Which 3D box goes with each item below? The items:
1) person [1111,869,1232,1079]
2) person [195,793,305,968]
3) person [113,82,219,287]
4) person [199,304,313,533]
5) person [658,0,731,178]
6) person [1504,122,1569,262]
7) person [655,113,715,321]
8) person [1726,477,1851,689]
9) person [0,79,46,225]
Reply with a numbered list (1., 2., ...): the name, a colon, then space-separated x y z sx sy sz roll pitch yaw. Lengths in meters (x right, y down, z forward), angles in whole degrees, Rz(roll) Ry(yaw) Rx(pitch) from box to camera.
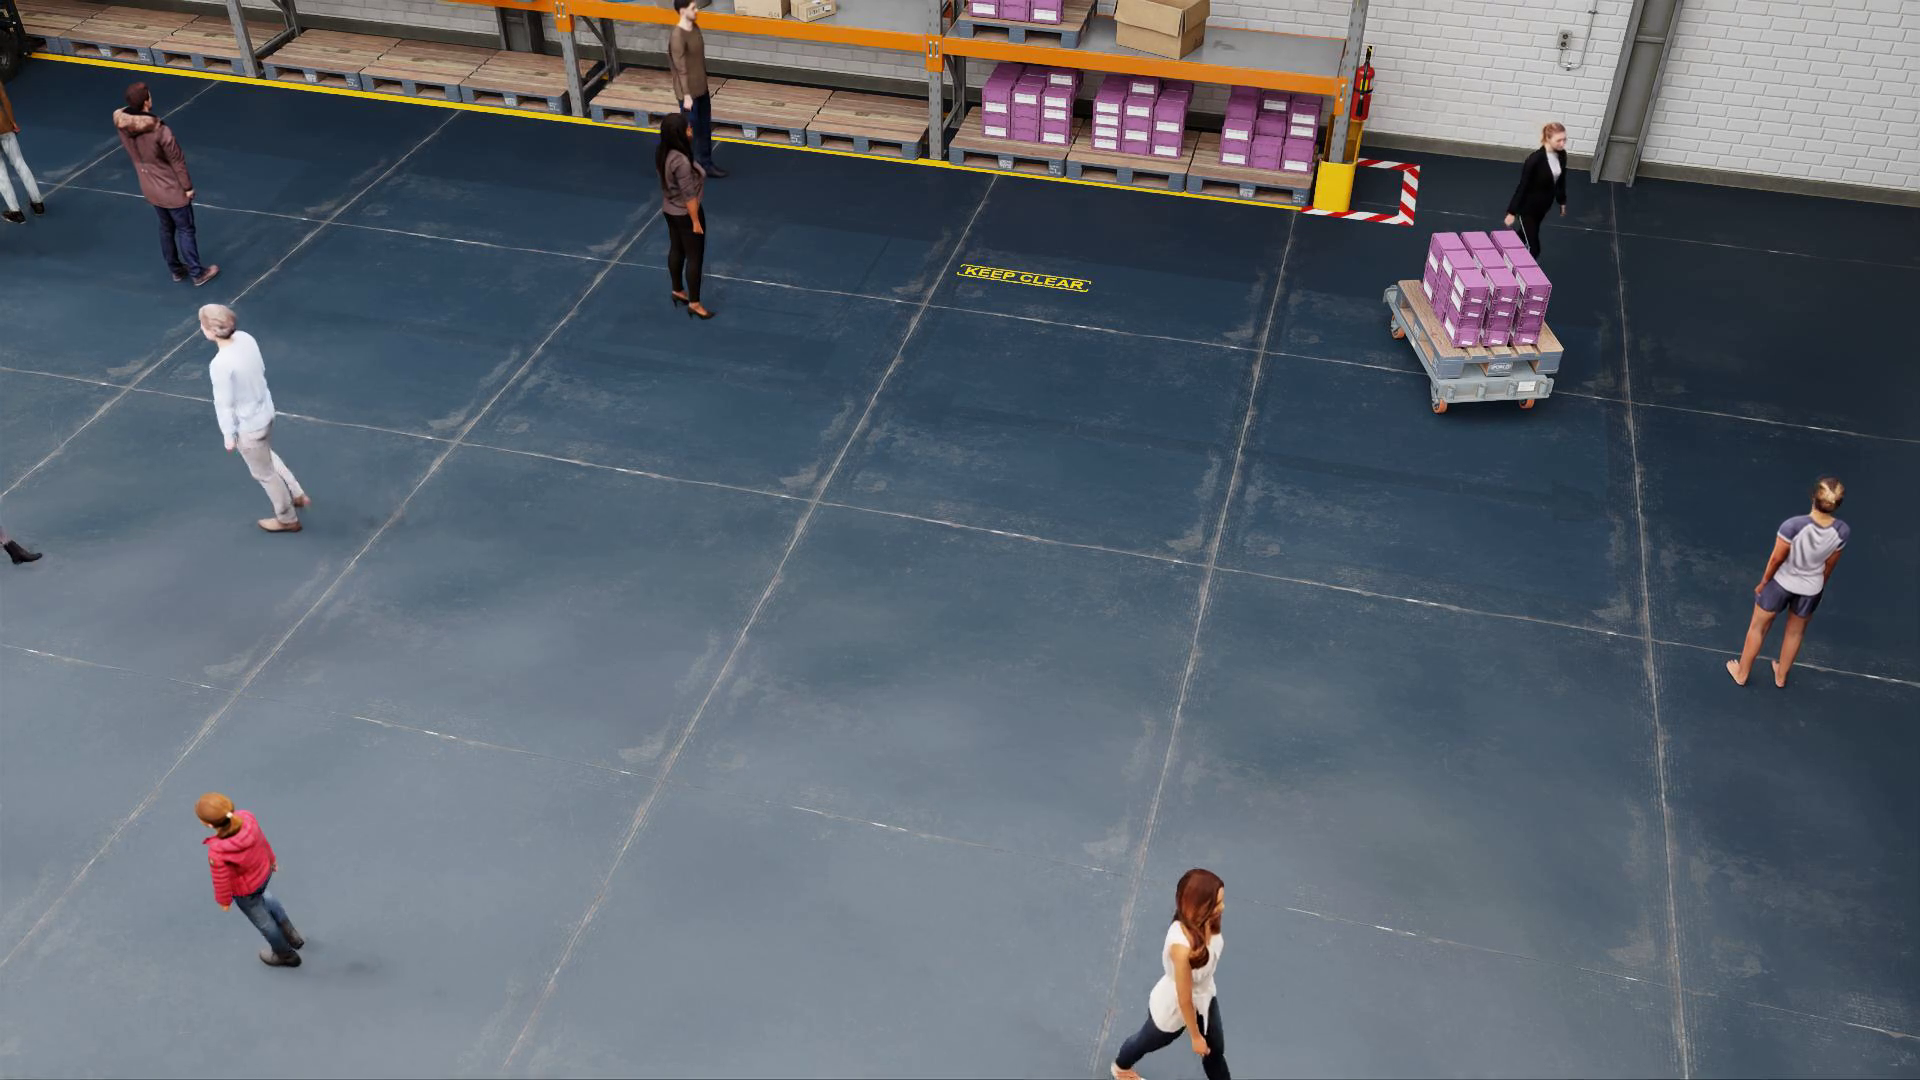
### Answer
1. person: 0.984 2.201 8.048 1.154 1.741 0.844 24 44 27
2. person: -3.720 1.827 8.865 0.489 1.306 0.521 10 40 13
3. person: -7.001 -3.119 14.628 0.663 1.843 0.850 16 41 20
4. person: -4.909 -0.838 11.737 0.717 1.886 0.725 3 39 4
5. person: -2.682 -4.392 16.198 0.933 1.873 0.671 11 40 13
6. person: 4.912 -2.877 14.459 0.926 1.675 0.983 -26 45 -29
7. person: -2.367 -2.755 14.175 0.815 1.839 0.738 -24 44 -27
8. person: 5.281 0.286 10.539 0.497 1.625 0.669 5 39 6
9. person: -9.068 -3.854 15.570 0.676 1.815 0.707 26 46 29
